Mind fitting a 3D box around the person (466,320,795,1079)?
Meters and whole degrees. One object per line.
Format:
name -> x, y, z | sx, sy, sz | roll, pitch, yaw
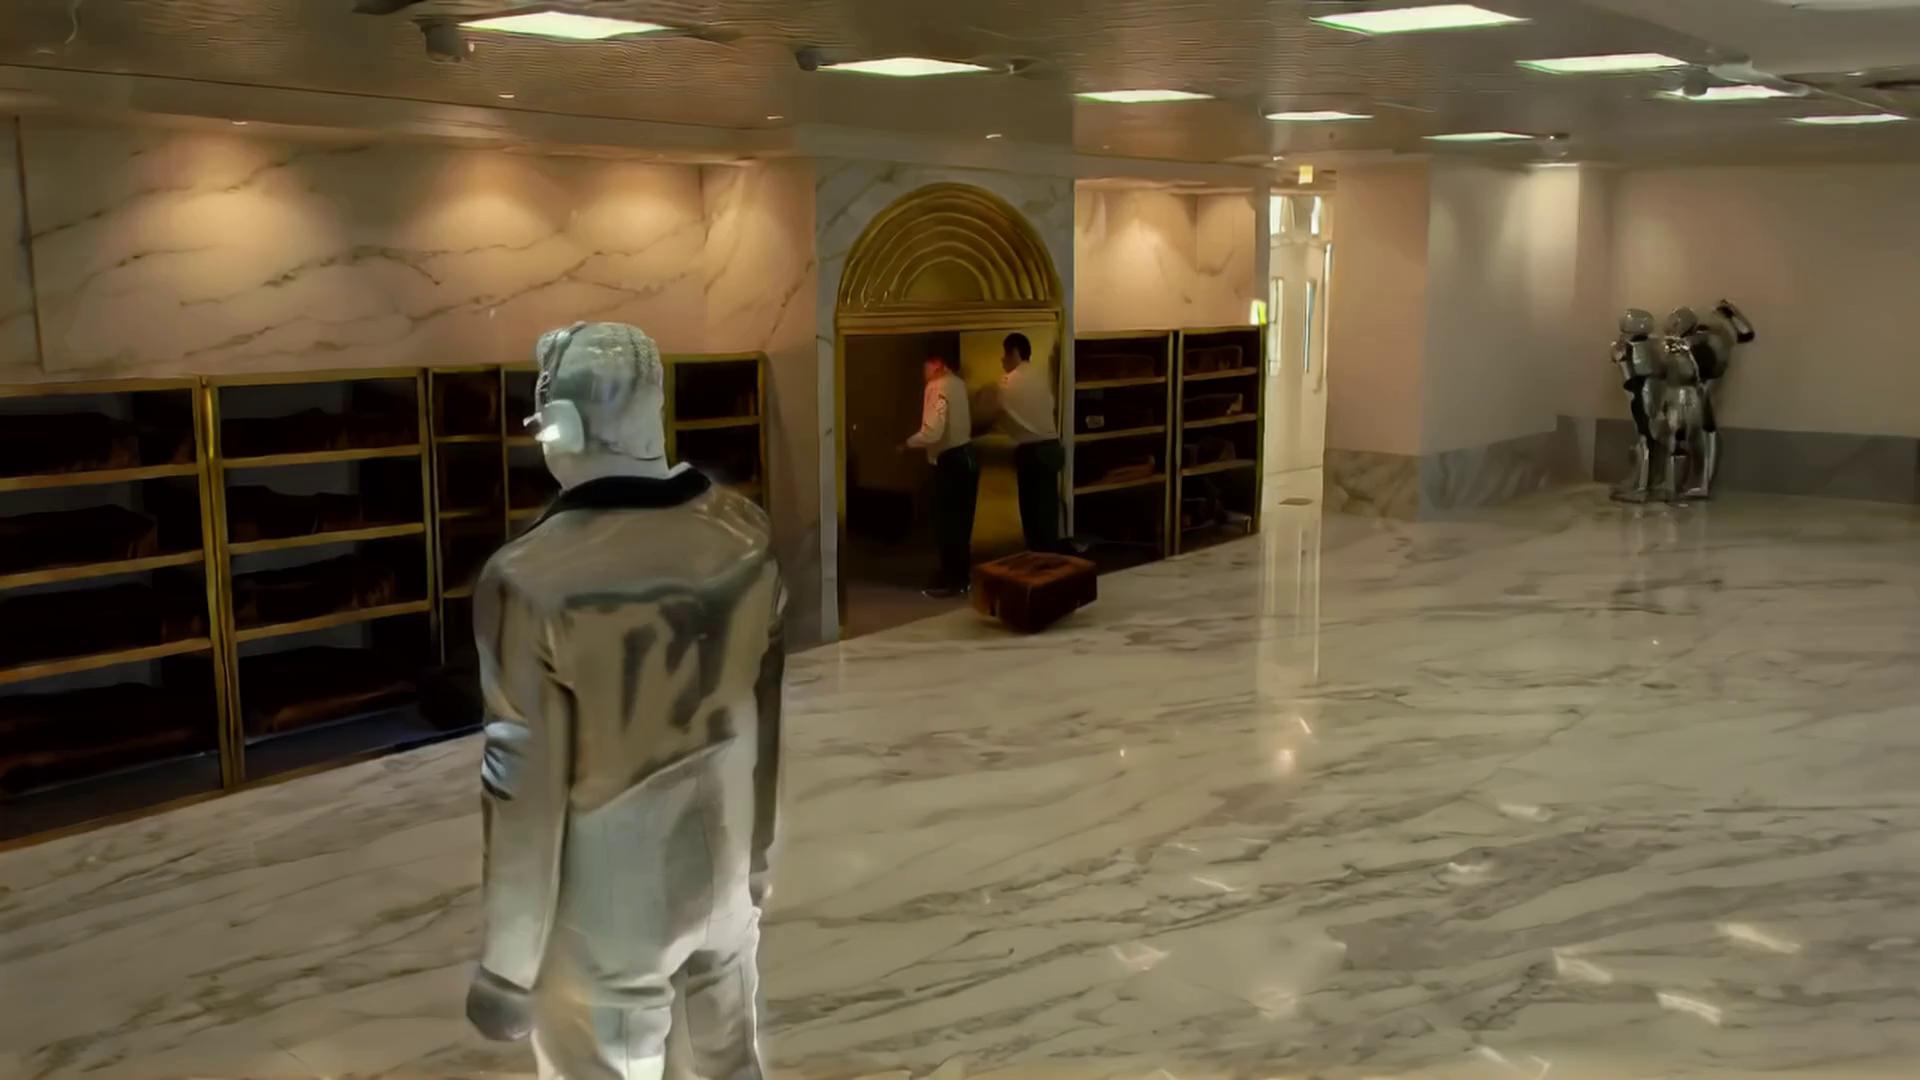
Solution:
person -> -0.566, 0.587, 2.808 | 0.407, 1.902, 0.638 | 7, 12, 34
